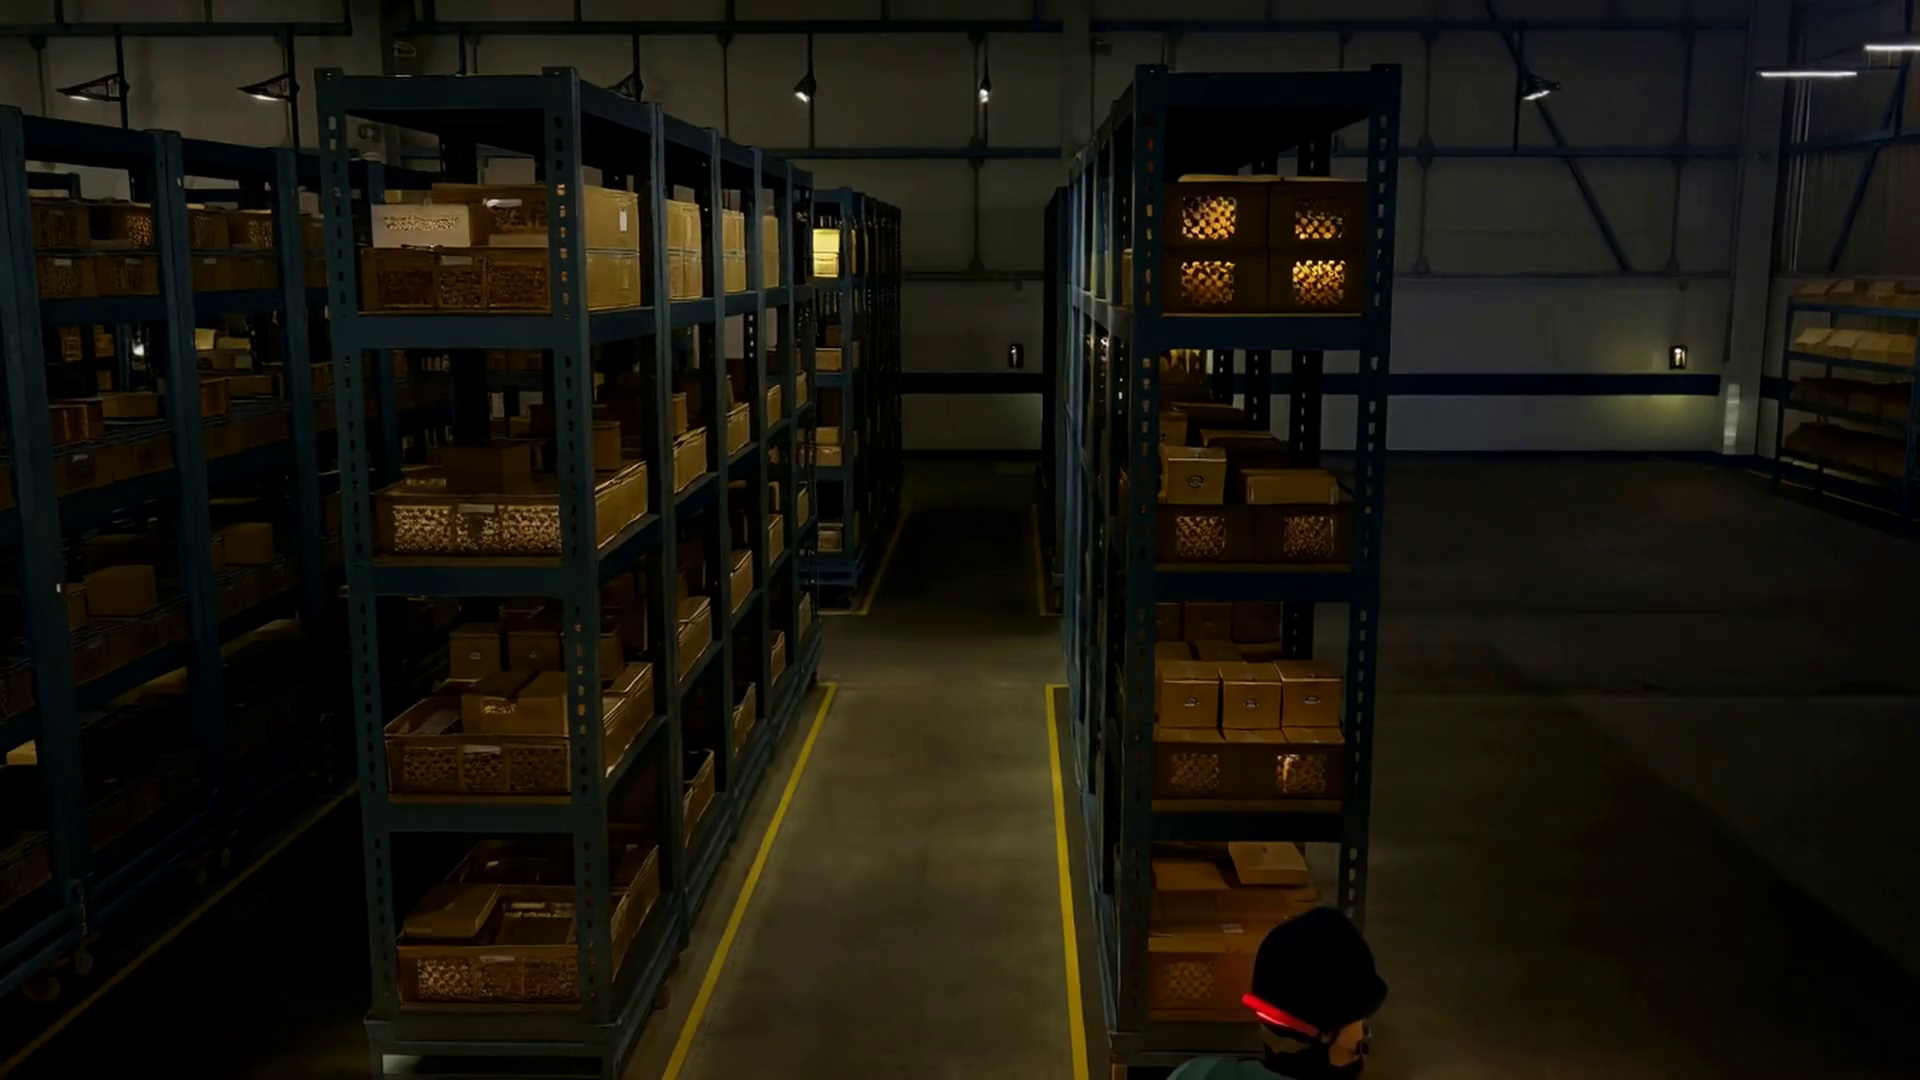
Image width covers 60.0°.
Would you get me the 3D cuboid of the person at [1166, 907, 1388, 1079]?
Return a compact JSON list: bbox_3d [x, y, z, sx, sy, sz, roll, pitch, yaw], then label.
[{"bbox_3d":[0.650,1.588,3.184,0.587,1.835,0.404,9,13,43],"label":"person"}]
